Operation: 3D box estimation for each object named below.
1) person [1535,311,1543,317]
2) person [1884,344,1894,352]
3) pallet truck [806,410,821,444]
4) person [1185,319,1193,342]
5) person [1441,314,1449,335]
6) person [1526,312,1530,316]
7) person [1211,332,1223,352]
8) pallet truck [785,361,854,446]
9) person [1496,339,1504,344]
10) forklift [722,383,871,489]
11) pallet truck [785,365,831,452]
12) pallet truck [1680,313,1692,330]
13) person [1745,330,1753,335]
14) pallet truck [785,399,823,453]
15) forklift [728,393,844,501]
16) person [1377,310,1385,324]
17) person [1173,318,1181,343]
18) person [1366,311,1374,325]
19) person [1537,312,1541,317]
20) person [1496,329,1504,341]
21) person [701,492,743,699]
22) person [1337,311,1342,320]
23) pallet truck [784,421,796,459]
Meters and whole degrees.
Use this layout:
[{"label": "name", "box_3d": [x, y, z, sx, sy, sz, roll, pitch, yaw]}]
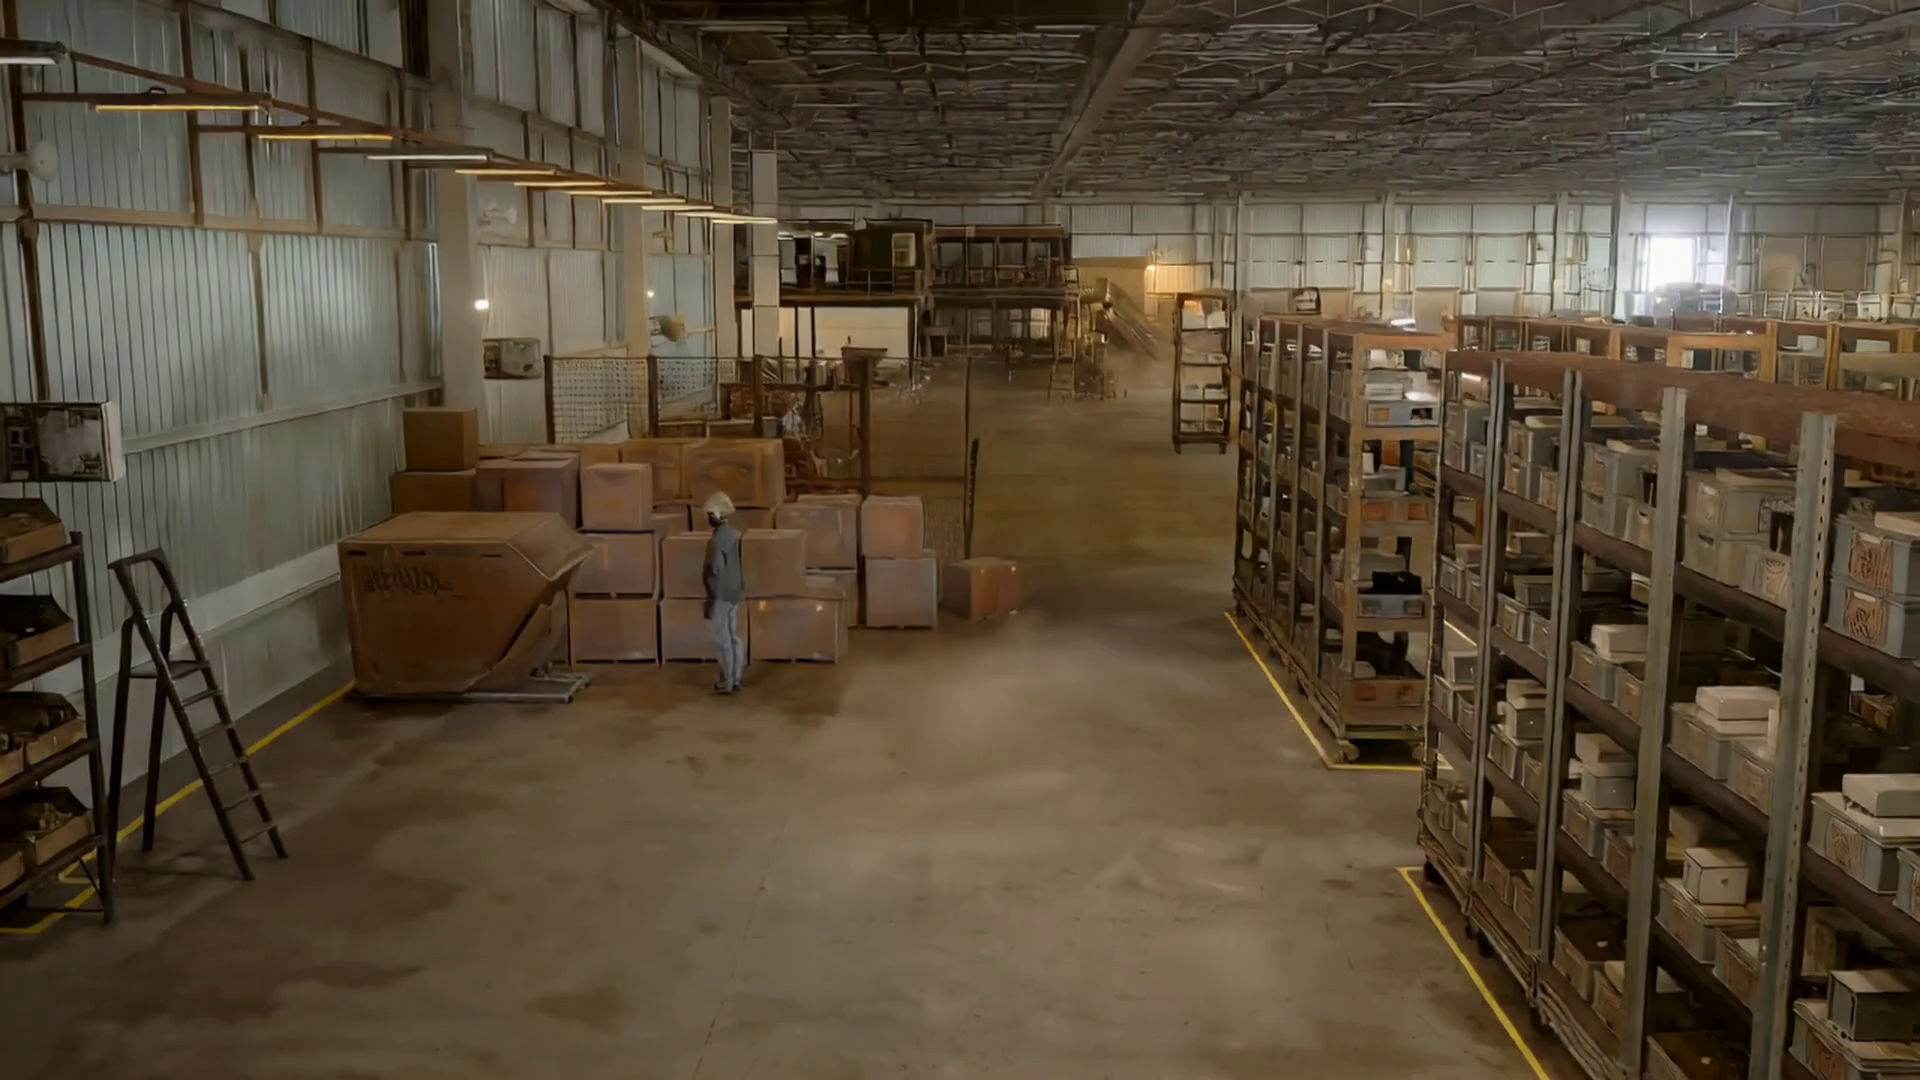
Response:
[{"label": "person", "box_3d": [32.094, -11.779, 92.293, 0.572, 1.883, 0.356, 9, 13, 44]}, {"label": "person", "box_3d": [33.808, -6.524, 60.498, 0.320, 1.691, 0.547, -1, 9, -7]}, {"label": "pallet truck", "box_3d": [-3.559, -2.018, 33.905, 1.522, 1.261, 0.704, 0, 9, -1]}, {"label": "person", "box_3d": [13.151, -12.374, 95.913, 0.619, 1.904, 0.979, 0, 9, 0]}, {"label": "person", "box_3d": [24.516, -10.471, 84.111, 0.512, 1.916, 0.603, -1, 9, -8]}, {"label": "person", "box_3d": [30.352, -11.313, 89.475, 0.679, 1.867, 0.674, -2, 9, -14]}, {"label": "person", "box_3d": [12.217, -9.635, 79.032, 0.598, 1.899, 0.685, -1, 9, -4]}, {"label": "pallet truck", "box_3d": [-3.410, -3.193, 38.978, 1.885, 1.965, 0.823, 0, 9, -1]}, {"label": "person", "box_3d": [18.202, -5.861, 56.007, 0.499, 1.818, 0.599, -2, 9, -10]}, {"label": "forklift", "box_3d": [-2.893, -1.687, 28.729, 2.680, 1.987, 1.157, 0, 9, -1]}, {"label": "pallet truck", "box_3d": [-3.774, -2.976, 37.635, 1.885, 1.965, 0.823, 1, 9, 5]}, {"label": "pallet truck", "box_3d": [36.315, -10.531, 84.244, 0.823, 1.965, 1.885, -6, 11, -33]}, {"label": "person", "box_3d": [34.630, -8.760, 73.182, 0.538, 2.000, 0.682, -1, 9, -9]}, {"label": "pallet truck", "box_3d": [-3.814, -2.432, 36.419, 1.630, 1.274, 0.653, 0, 9, 1]}, {"label": "forklift", "box_3d": [-2.979, -1.316, 26.476, 2.680, 1.987, 1.157, 0, 9, 1]}, {"label": "person", "box_3d": [24.232, -12.300, 95.631, 0.430, 1.845, 0.619, 0, 9, -2]}, {"label": "person", "box_3d": [10.529, -9.832, 80.397, 0.516, 1.843, 0.326, -7, 11, -36]}, {"label": "person", "box_3d": [22.172, -11.433, 90.045, 0.597, 1.918, 0.379, -8, 12, -39]}, {"label": "person", "box_3d": [31.287, -11.407, 90.070, 0.614, 1.854, 1.030, 4, 10, 24]}, {"label": "person", "box_3d": [25.529, -9.552, 78.752, 0.990, 1.837, 0.582, 3, 10, 17]}, {"label": "person", "box_3d": [-2.287, 0.531, 16.005, 0.375, 1.997, 0.611, 2, 9, 14]}, {"label": "person", "box_3d": [21.680, -12.147, 94.765, 0.991, 1.822, 0.537, 5, 11, 30]}, {"label": "pallet truck", "box_3d": [-4.013, -1.793, 32.705, 1.601, 1.201, 0.680, 0, 9, 1]}]
